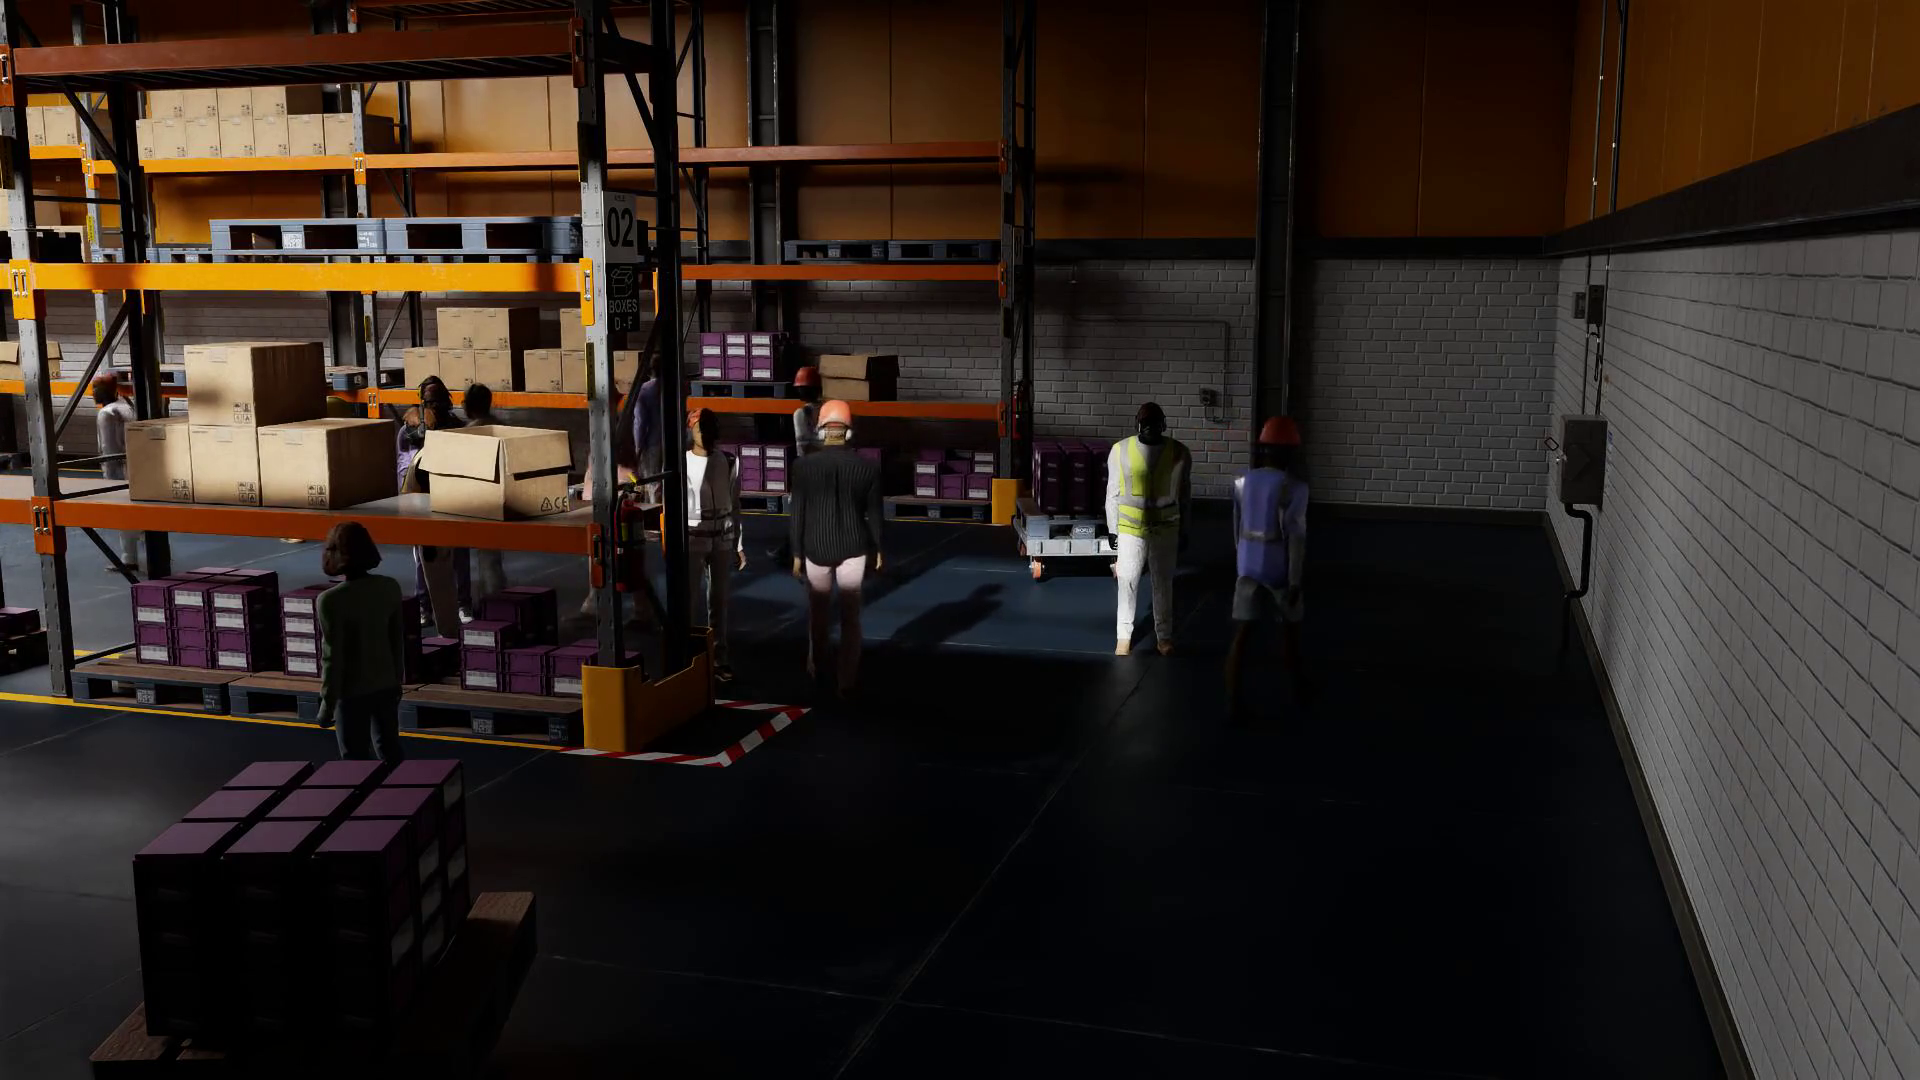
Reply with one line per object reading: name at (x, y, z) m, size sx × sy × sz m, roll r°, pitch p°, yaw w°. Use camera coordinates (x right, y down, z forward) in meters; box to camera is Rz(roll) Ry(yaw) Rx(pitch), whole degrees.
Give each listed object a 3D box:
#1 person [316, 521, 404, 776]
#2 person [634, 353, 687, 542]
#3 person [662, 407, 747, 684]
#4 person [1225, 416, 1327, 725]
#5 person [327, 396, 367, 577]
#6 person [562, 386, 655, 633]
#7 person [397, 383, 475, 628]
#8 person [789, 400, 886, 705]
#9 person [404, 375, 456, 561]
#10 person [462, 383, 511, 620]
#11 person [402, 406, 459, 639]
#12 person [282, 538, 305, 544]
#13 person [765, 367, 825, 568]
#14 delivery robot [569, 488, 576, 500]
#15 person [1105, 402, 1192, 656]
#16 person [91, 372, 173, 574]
person at (-2.806, 0.723, 7.812) m, size 0.265 × 1.631 × 0.507 m, roll 4°, pitch 10°, yaw 24°
person at (-3.079, -0.950, 17.080) m, size 0.633 × 1.936 × 0.355 m, roll -9°, pitch 13°, yaw -43°
person at (-1.708, 0.052, 11.137) m, size 0.585 × 1.882 × 0.340 m, roll -6°, pitch 11°, yaw -34°
person at (1.965, 0.171, 10.383) m, size 0.567 × 1.883 × 0.974 m, roll 8°, pitch 12°, yaw 41°
person at (-4.745, -0.189, 12.758) m, size 0.403 × 1.835 × 0.588 m, roll -2°, pitch 9°, yaw -10°
person at (-2.758, -0.245, 12.737) m, size 0.903 × 1.955 × 0.617 m, roll 0°, pitch 9°, yaw 1°
person at (-4.070, -0.273, 13.039) m, size 0.643 × 1.913 × 0.410 m, roll -3°, pitch 10°, yaw -18°
person at (-0.805, 0.051, 10.951) m, size 0.632 × 1.941 × 0.916 m, roll -1°, pitch 9°, yaw -6°
person at (-4.640, -0.522, 14.701) m, size 0.330 × 1.865 × 0.518 m, roll 9°, pitch 13°, yaw 44°
person at (-3.738, -0.260, 12.963) m, size 0.527 × 1.938 × 0.645 m, roll 4°, pitch 10°, yaw 22°
person at (-3.769, -0.040, 11.873) m, size 0.430 × 1.835 × 0.621 m, roll -2°, pitch 10°, yaw -14°
person at (-6.784, -0.891, 17.022) m, size 0.430 × 1.845 × 0.624 m, roll 3°, pitch 10°, yaw 20°
person at (-1.410, -0.650, 15.398) m, size 0.969 × 1.887 × 0.563 m, roll 8°, pitch 12°, yaw 41°
delivery robot at (-4.493, -0.428, 17.818) m, size 0.707 × 0.478 × 0.477 m, roll -6°, pitch 11°, yaw -32°
person at (1.366, -0.075, 12.042) m, size 0.625 × 1.844 × 0.429 m, roll 0°, pitch 9°, yaw 0°
person at (-7.558, -0.596, 15.169) m, size 0.623 × 1.863 × 0.603 m, roll -1°, pitch 9°, yaw -8°
